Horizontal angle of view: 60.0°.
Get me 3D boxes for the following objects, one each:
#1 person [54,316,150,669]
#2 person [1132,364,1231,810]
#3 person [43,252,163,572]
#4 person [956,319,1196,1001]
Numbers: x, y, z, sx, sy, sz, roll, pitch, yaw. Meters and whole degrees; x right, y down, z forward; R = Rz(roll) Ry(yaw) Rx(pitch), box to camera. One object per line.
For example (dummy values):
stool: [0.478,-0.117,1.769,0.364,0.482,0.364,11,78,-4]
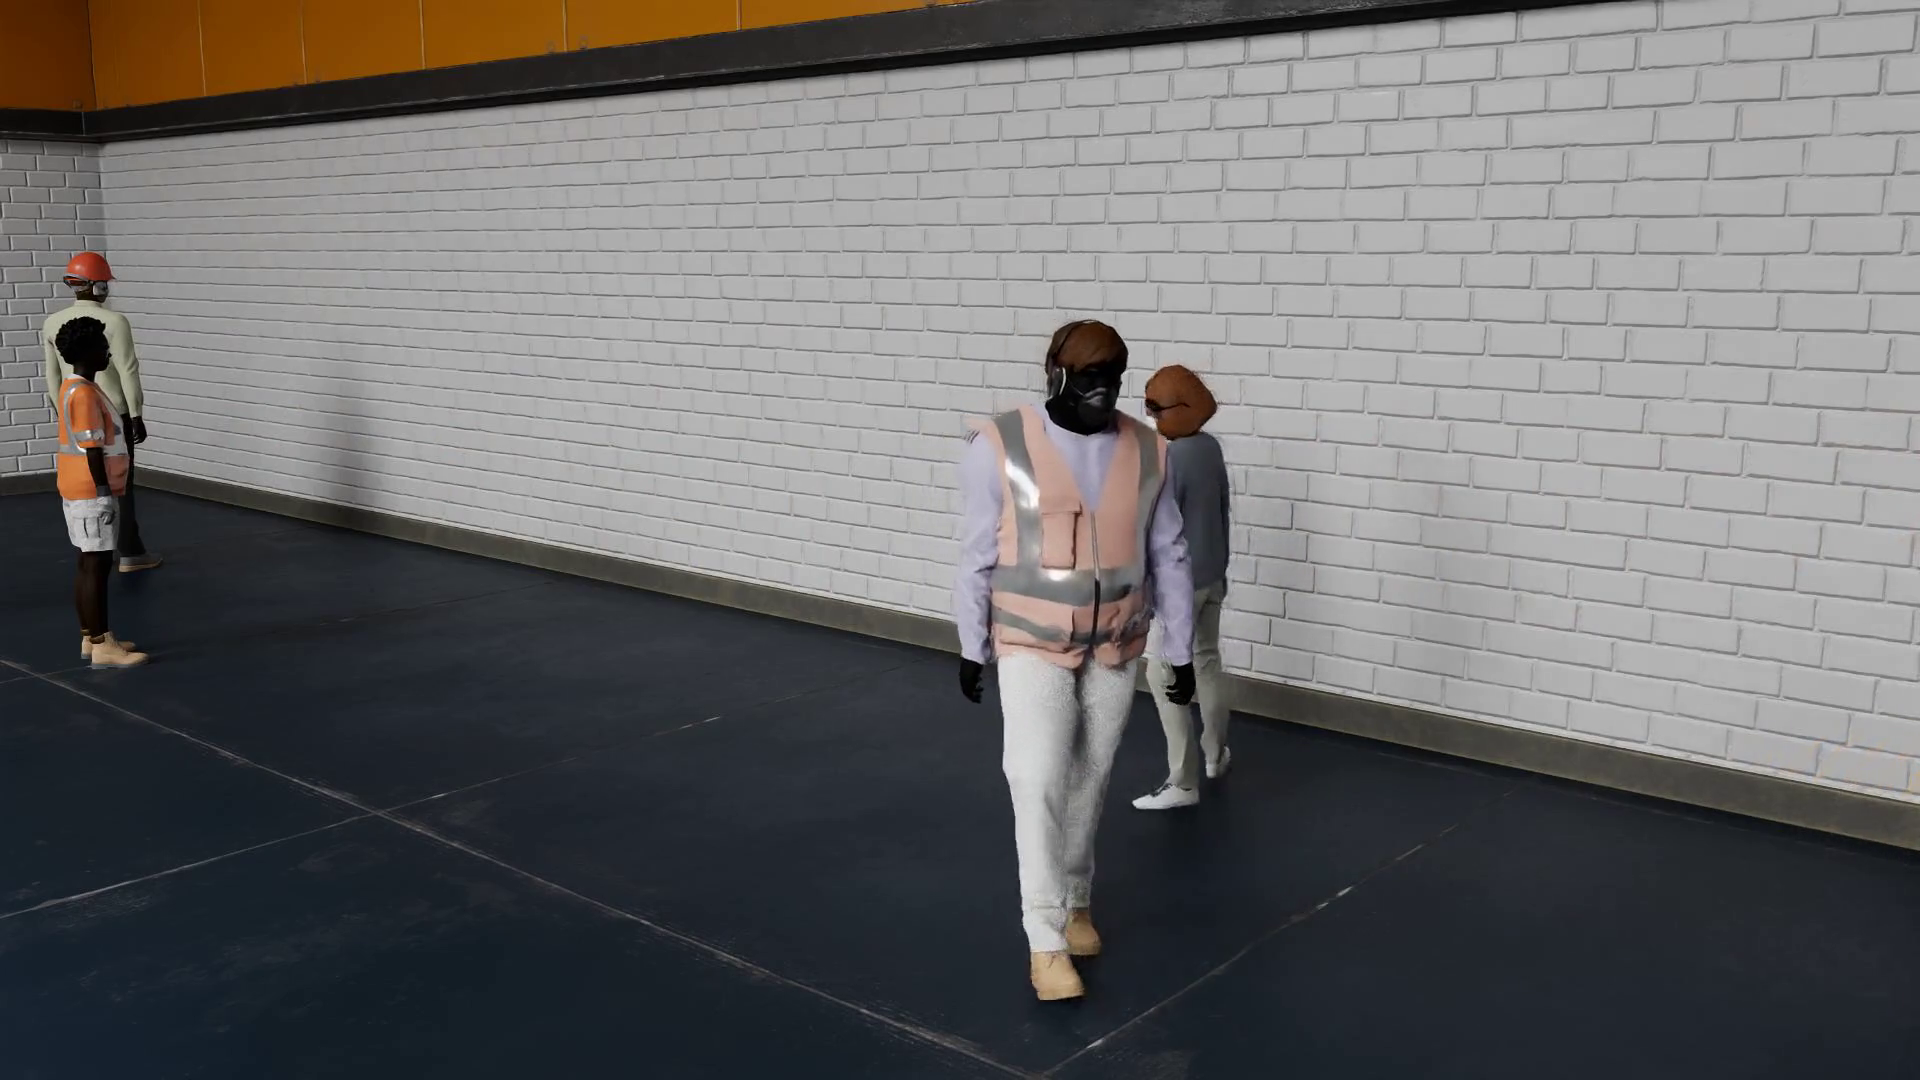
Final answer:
person: [-4.185,-0.227,8.053,0.319,1.696,0.532,-7,12,-34]
person: [0.869,0.148,6.166,0.298,1.611,0.726,6,12,32]
person: [-5.379,-0.791,10.412,0.609,1.996,0.379,2,10,10]
person: [0.365,0.323,4.548,0.660,1.822,0.713,-3,10,-17]
